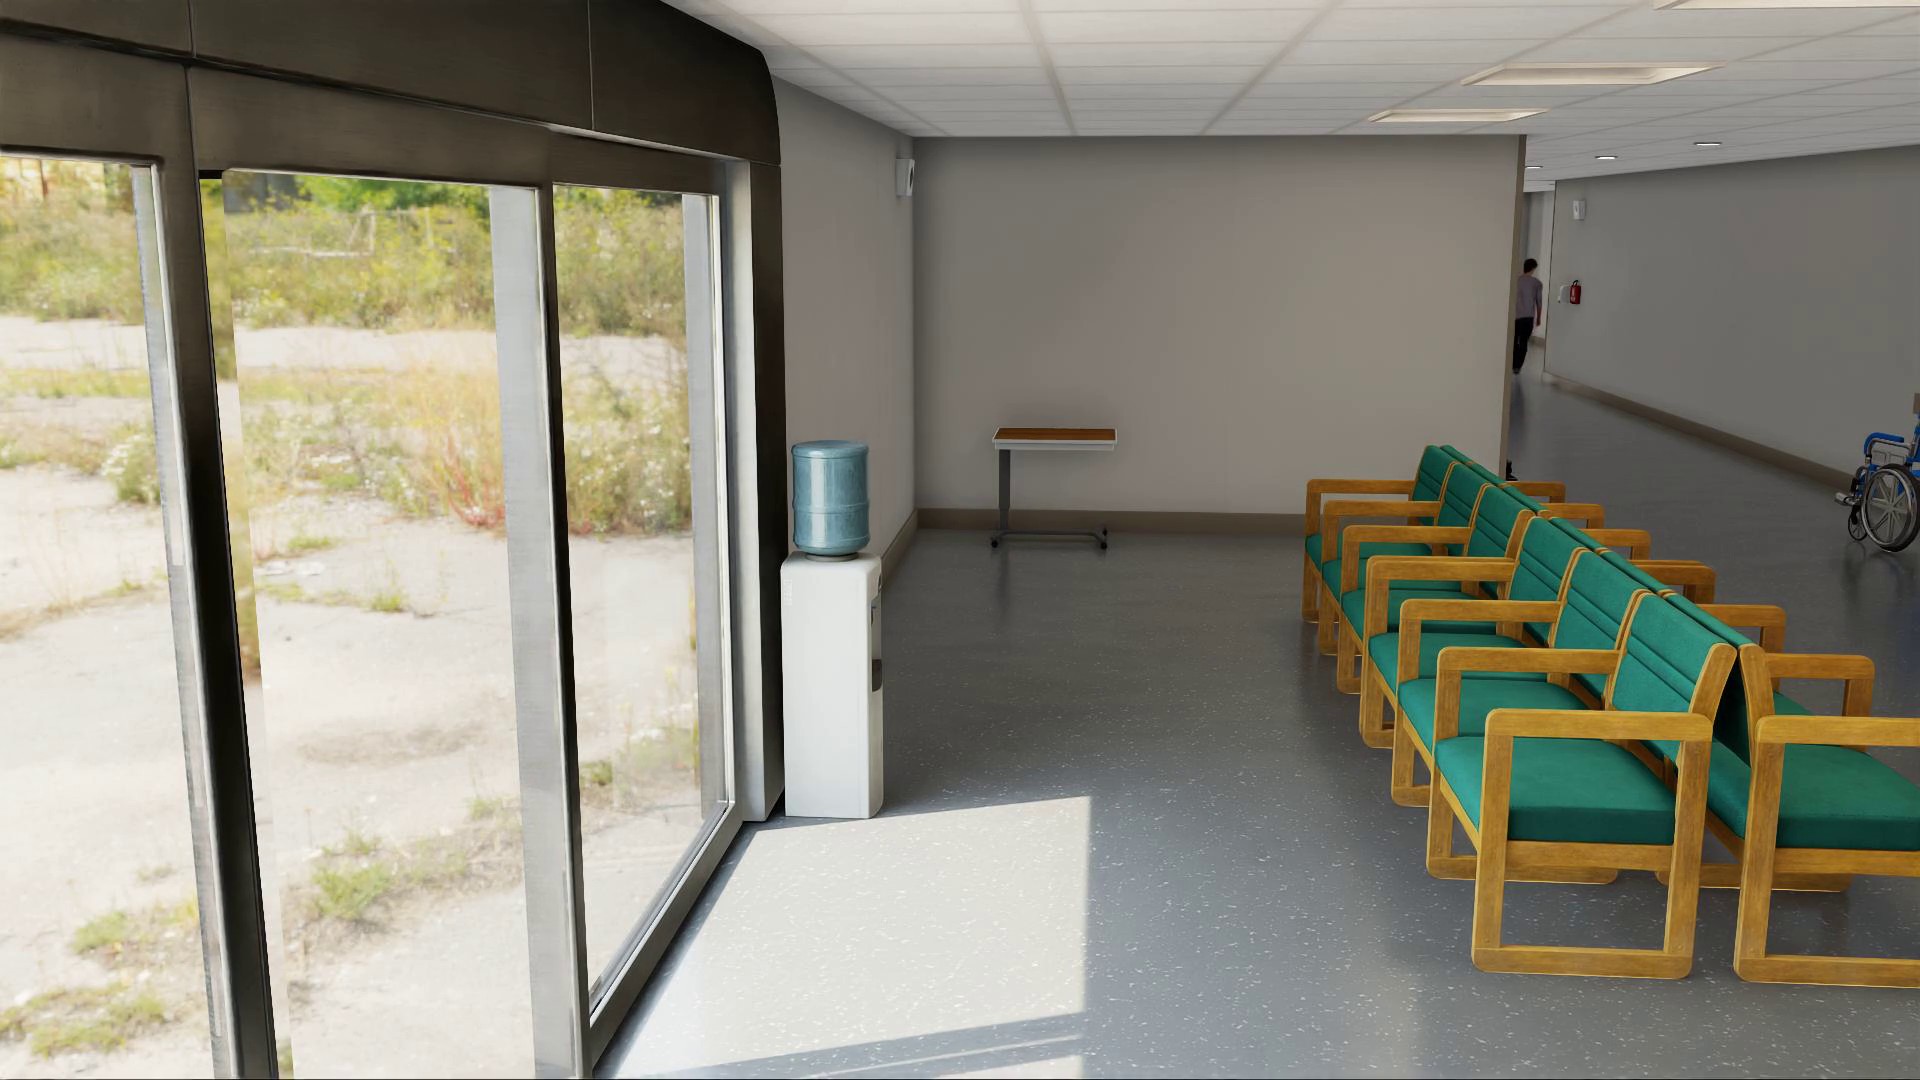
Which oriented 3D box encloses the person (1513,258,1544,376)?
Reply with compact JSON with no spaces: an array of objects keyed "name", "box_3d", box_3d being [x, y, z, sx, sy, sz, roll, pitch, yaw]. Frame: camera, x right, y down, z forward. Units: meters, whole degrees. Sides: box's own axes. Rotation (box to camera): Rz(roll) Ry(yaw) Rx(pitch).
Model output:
[{"name":"person","box_3d":[8.693,-3.400,25.695,1.243,1.782,1.008,4,12,22]}]
